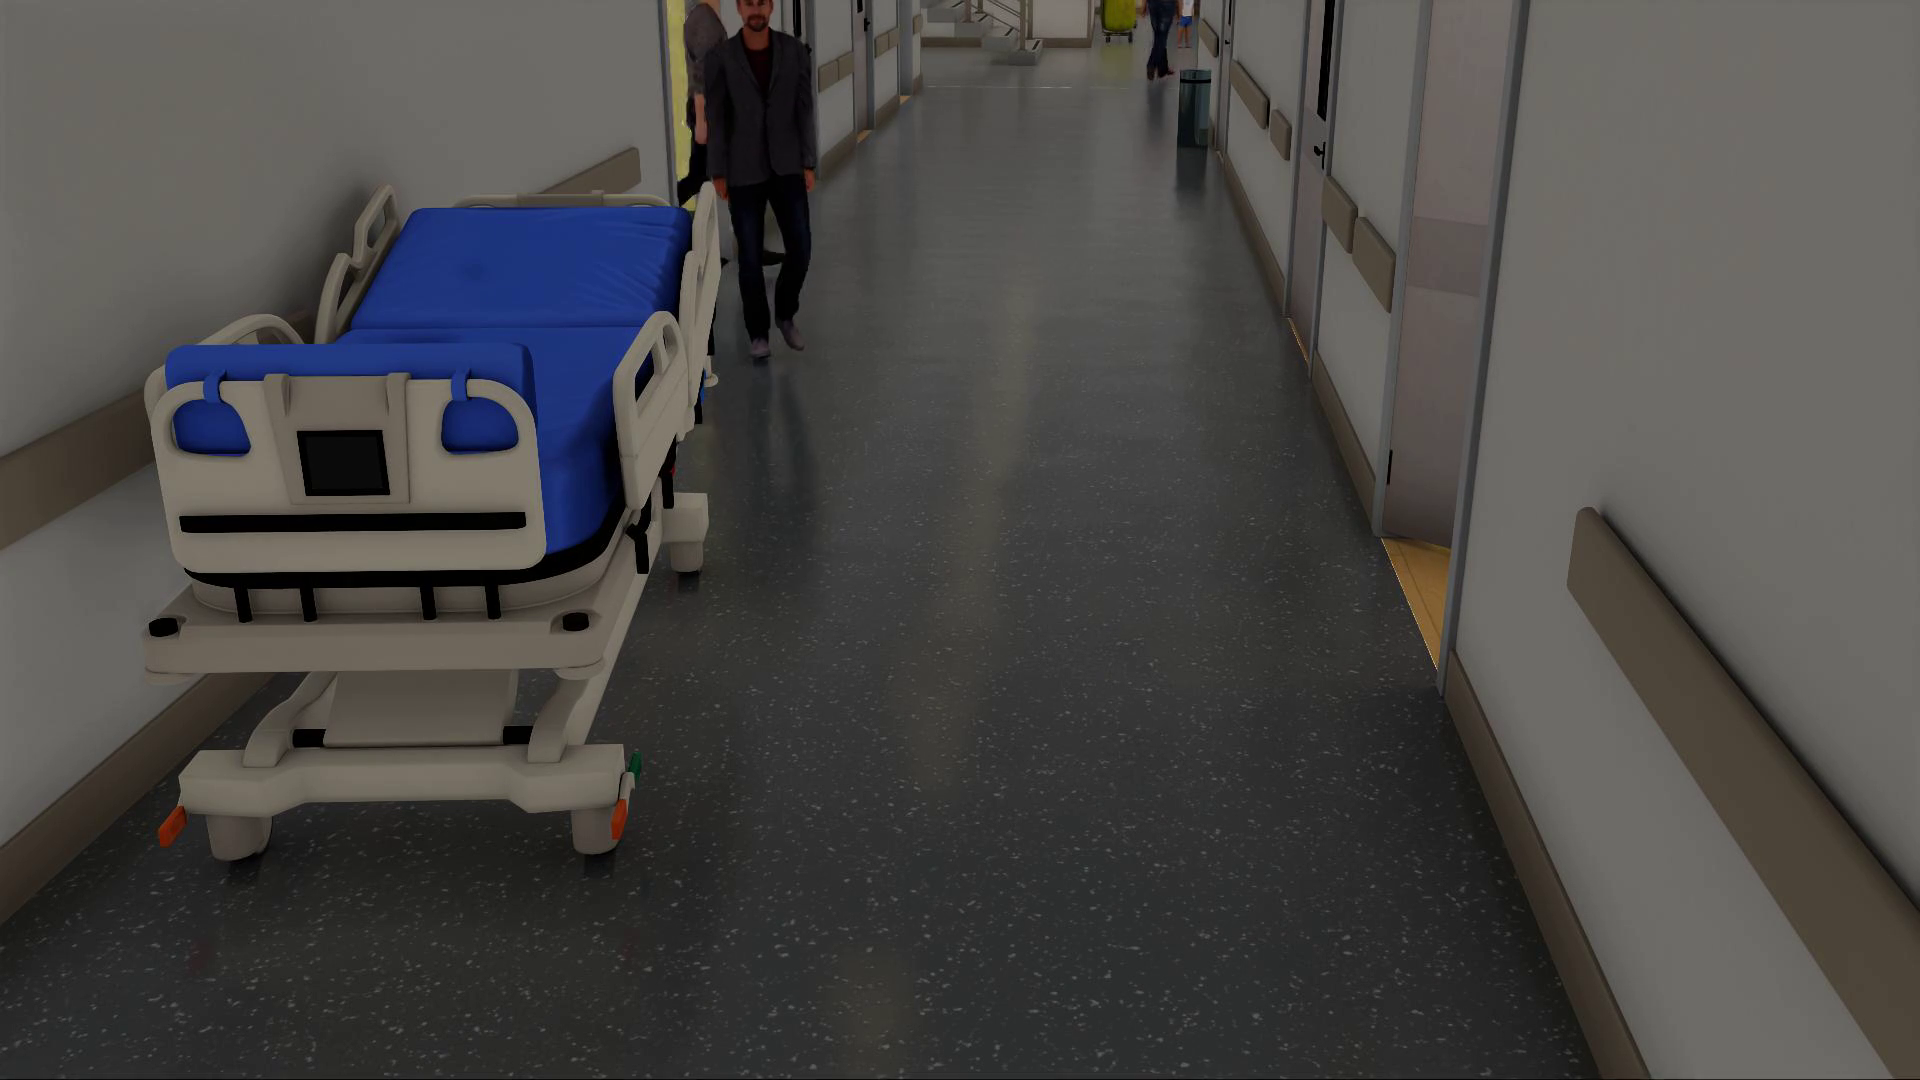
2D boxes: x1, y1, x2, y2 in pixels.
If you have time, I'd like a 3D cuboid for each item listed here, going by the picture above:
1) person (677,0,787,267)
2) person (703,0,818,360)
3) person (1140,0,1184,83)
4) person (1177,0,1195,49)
[{"bbox_3d":[-1.642,-2.627,10.352,1.247,1.872,0.938,-4,21,-10],"label":"person"},{"bbox_3d":[-0.983,-1.835,8.277,0.707,1.860,0.861,-5,21,-13],"label":"person"},{"bbox_3d":[2.608,-6.953,21.864,1.300,1.809,1.140,11,23,26],"label":"person"},{"bbox_3d":[3.724,-8.650,27.462,0.392,1.015,0.502,-1,21,-3],"label":"person"}]
